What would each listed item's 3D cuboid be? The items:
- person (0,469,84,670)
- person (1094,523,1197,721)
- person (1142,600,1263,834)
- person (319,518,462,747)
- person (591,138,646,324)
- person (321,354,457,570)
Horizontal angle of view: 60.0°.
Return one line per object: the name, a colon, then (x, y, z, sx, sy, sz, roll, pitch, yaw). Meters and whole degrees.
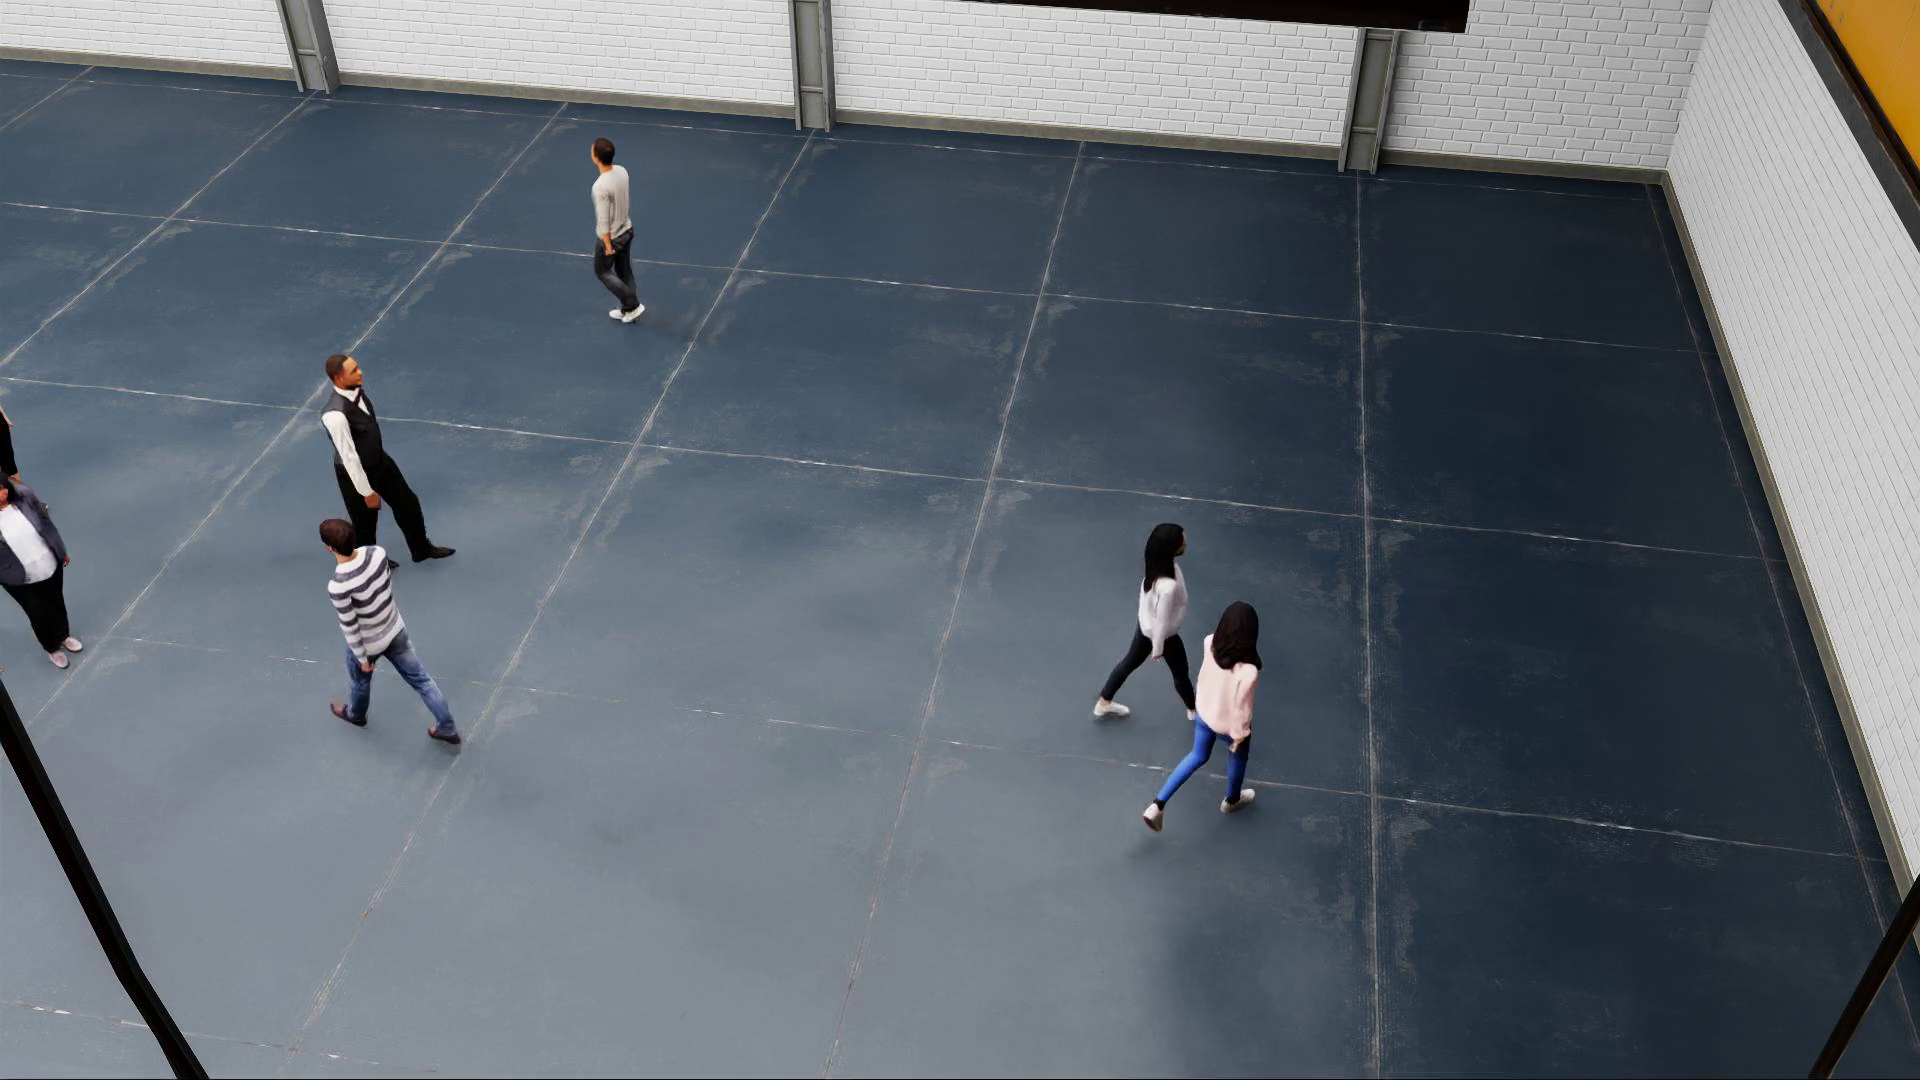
person: (-6.455, 0.135, 11.454, 0.784, 1.588, 0.766, 22, 44, 25)
person: (1.205, 0.578, 10.847, 1.175, 1.654, 0.860, -6, 39, -7)
person: (1.507, 1.128, 10.091, 1.169, 1.737, 1.090, -21, 43, -25)
person: (-3.648, 0.642, 10.651, 1.294, 1.798, 0.956, 20, 43, 23)
person: (-3.013, -2.728, 14.869, 0.773, 1.800, 0.747, 16, 41, 19)
person: (-4.403, -0.524, 12.032, 1.004, 1.895, 0.796, 2, 39, 3)
